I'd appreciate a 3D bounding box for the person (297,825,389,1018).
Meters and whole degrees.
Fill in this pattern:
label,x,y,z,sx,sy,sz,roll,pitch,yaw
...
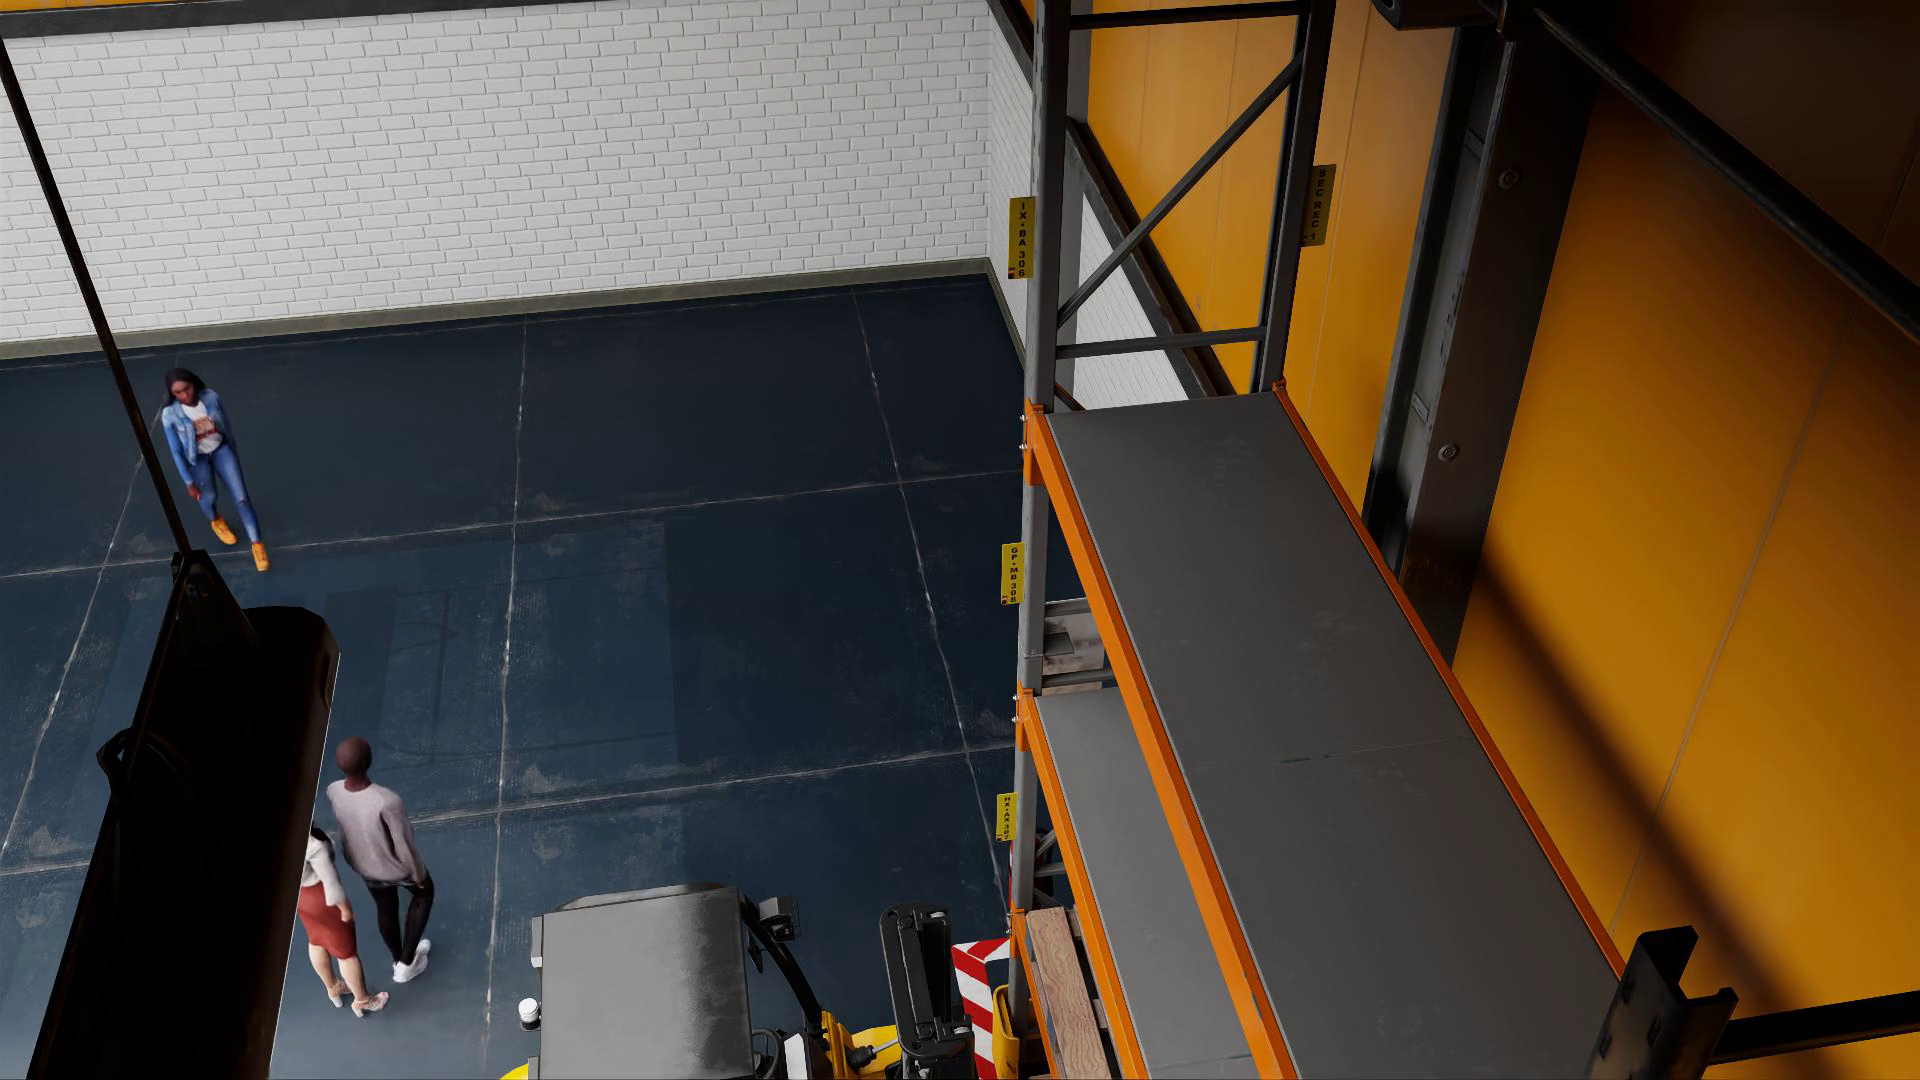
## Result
label,x,y,z,sx,sy,sz,roll,pitch,yaw
person,-3.403,1.909,8.846,0.669,1.750,0.712,20,43,23

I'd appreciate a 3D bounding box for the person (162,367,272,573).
label,x,y,z,sx,sy,sz,roll,pitch,yaw
person,-5.457,-0.593,12.038,1.178,1.676,1.001,29,47,31

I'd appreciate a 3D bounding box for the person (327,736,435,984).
label,x,y,z,sx,sy,sz,roll,pitch,yaw
person,-3.140,1.806,8.961,0.771,1.766,0.789,9,39,11
